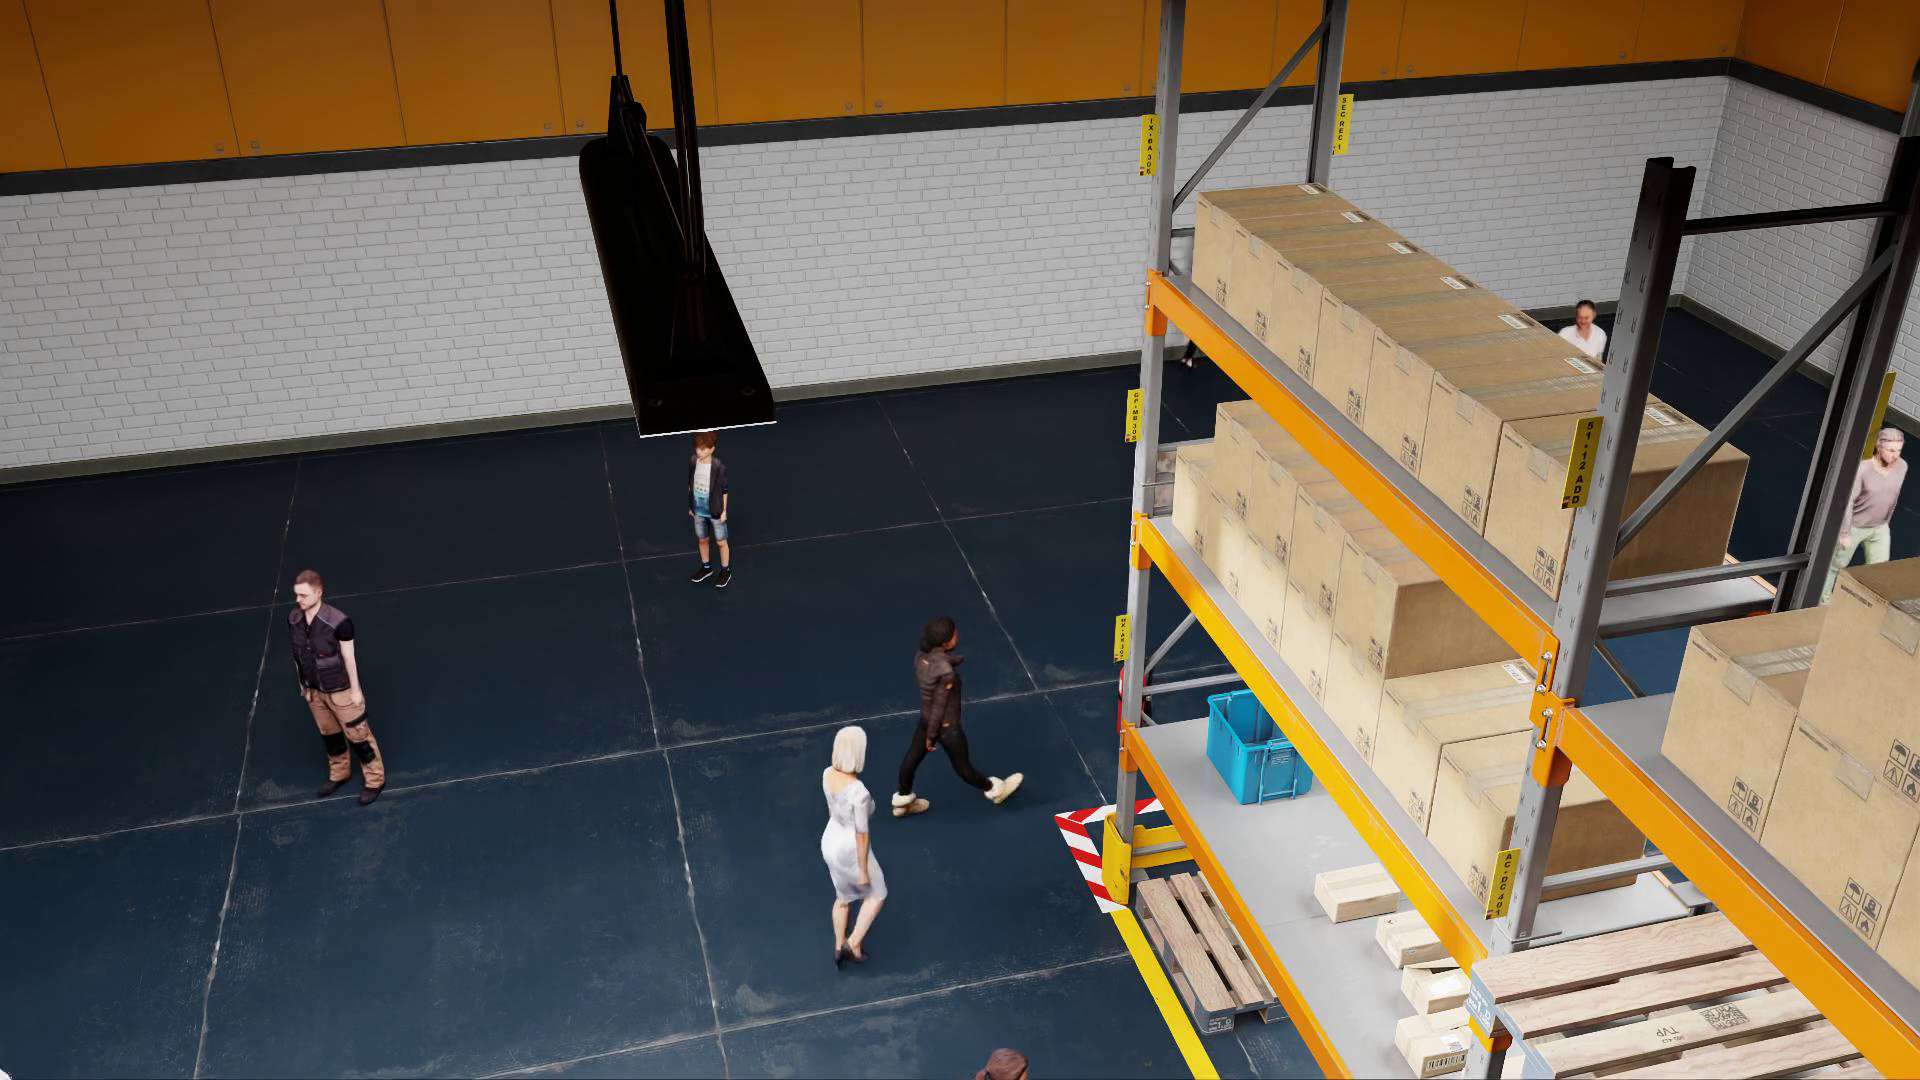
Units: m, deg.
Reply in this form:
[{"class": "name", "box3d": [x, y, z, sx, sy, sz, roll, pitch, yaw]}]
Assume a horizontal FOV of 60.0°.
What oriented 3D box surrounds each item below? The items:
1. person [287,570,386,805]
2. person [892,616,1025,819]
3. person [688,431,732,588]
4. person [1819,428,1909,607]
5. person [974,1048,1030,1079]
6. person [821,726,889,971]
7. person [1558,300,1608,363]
[{"class": "person", "box3d": [-4.390, 0.998, 11.666, 0.769, 1.841, 0.782, 9, 30, 16]}, {"class": "person", "box3d": [-0.001, 1.219, 11.479, 0.786, 1.632, 1.107, 4, 29, 7]}, {"class": "person", "box3d": [-2.177, -0.291, 14.440, 0.626, 1.447, 0.670, 11, 30, 19]}, {"class": "person", "box3d": [7.383, -0.130, 13.726, 0.782, 1.848, 0.962, -3, 29, -6]}, {"class": "person", "box3d": [0.088, 3.090, 8.164, 0.836, 1.523, 0.886, 6, 29, 12]}, {"class": "person", "box3d": [-0.731, 1.935, 10.060, 0.741, 1.733, 0.644, -23, 36, -36]}, {"class": "person", "box3d": [6.026, -1.576, 16.427, 1.050, 1.801, 1.333, 3, 29, 5]}]
